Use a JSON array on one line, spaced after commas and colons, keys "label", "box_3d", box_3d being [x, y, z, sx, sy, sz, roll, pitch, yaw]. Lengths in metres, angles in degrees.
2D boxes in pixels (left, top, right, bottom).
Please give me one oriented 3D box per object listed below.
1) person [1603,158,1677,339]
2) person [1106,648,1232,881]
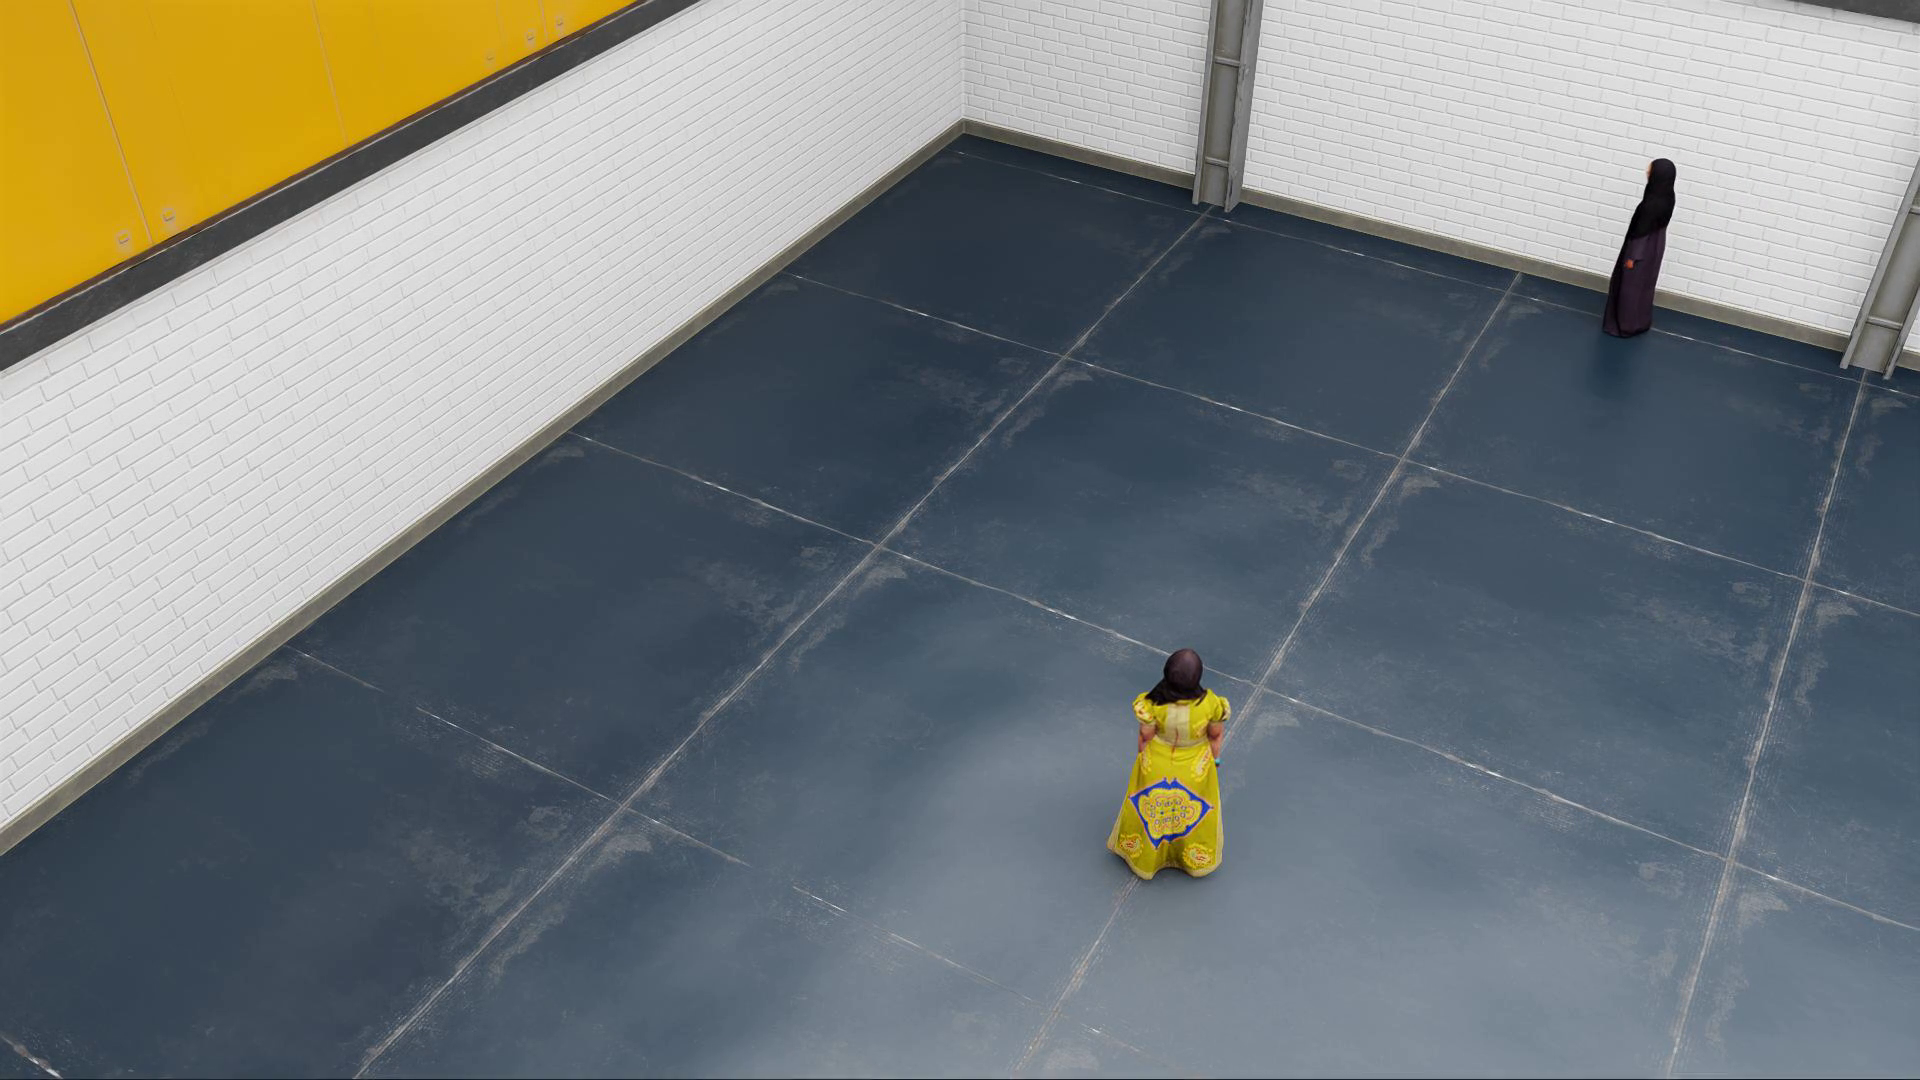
[{"label": "person", "box_3d": [5.837, -2.494, 14.161, 0.676, 1.611, 0.658, 28, 46, 31]}, {"label": "person", "box_3d": [1.221, 1.265, 9.416, 0.911, 1.660, 1.042, 2, 39, 3]}]
